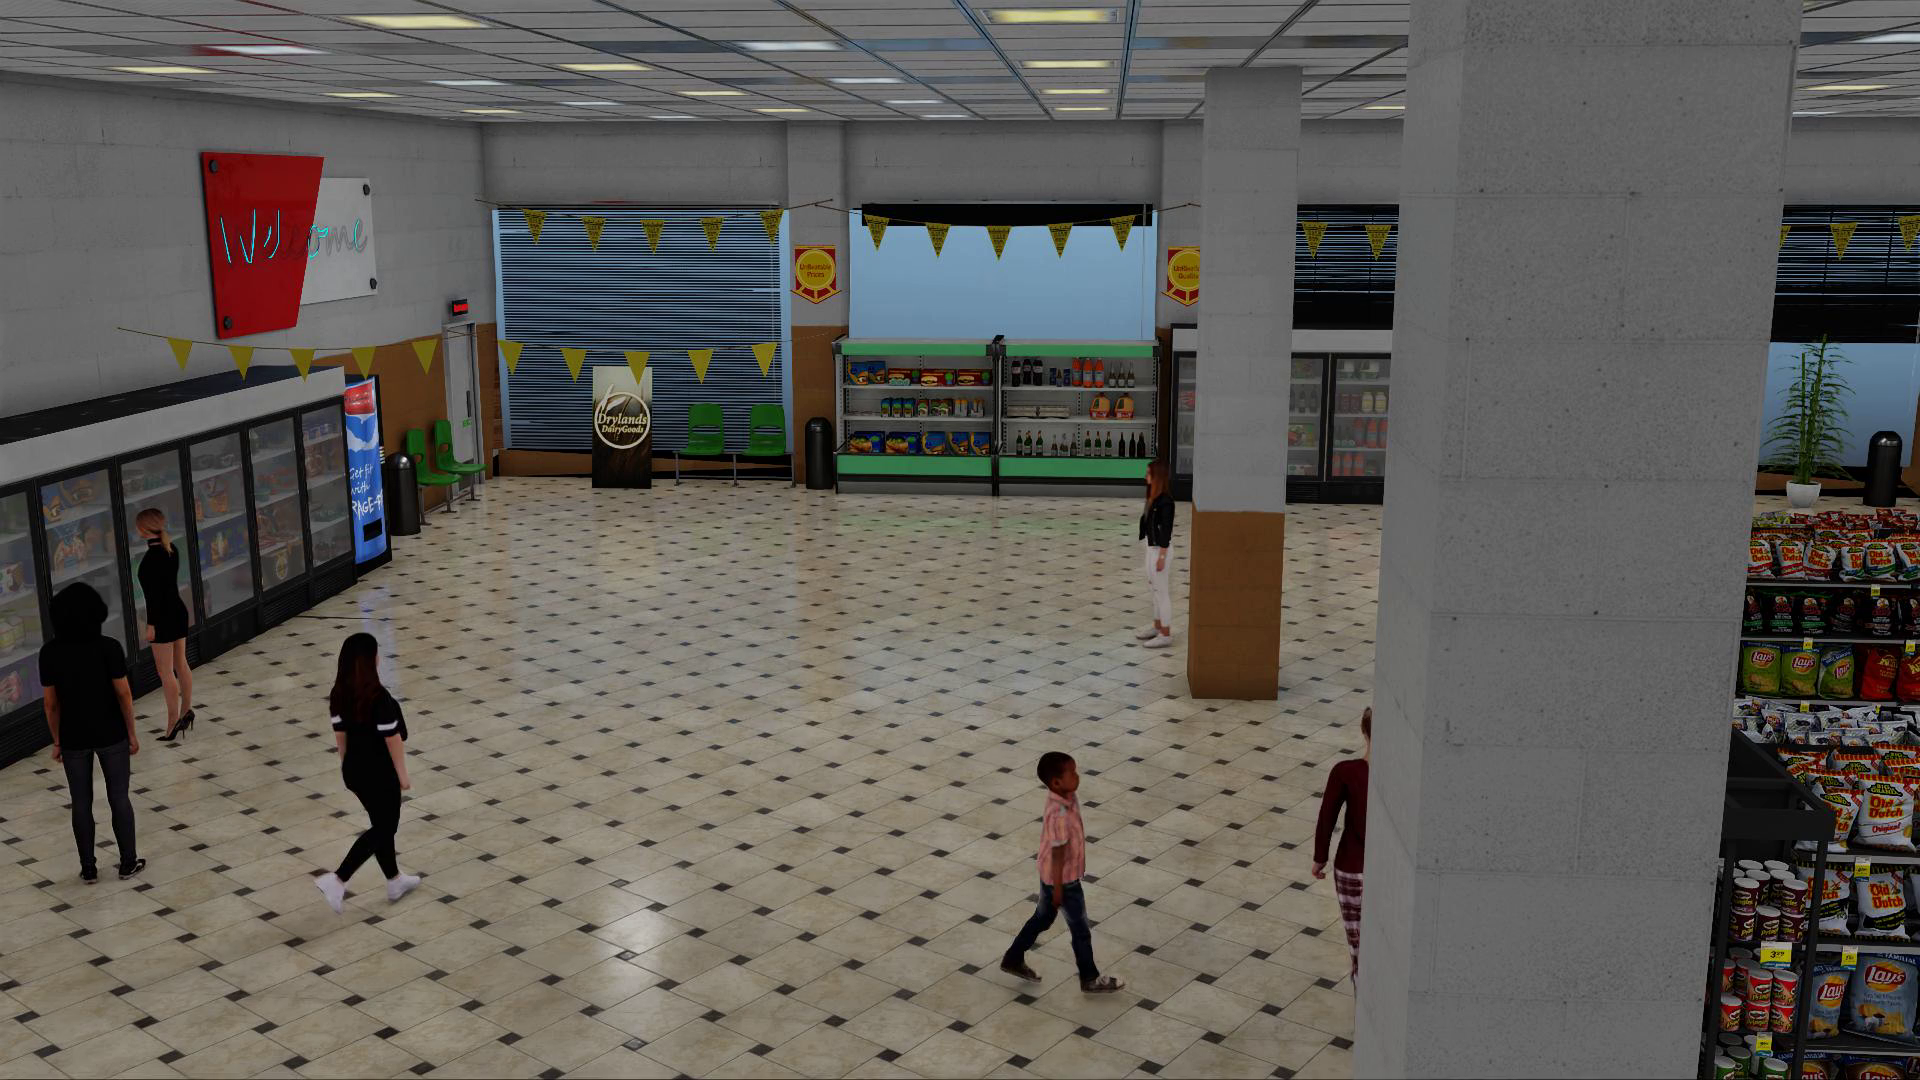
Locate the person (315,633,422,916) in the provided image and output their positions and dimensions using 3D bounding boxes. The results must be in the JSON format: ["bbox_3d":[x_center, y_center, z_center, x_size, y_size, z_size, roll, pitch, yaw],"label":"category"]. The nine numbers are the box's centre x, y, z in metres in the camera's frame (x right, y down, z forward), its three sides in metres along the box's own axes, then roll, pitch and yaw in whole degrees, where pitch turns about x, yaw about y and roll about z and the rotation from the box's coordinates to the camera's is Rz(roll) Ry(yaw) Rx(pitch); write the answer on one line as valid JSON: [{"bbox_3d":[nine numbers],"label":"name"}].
[{"bbox_3d":[-3.382,1.347,9.446,1.006,1.623,0.911,6,13,27],"label":"person"}]

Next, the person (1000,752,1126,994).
[{"bbox_3d":[0.457,1.706,8.552,0.878,1.290,0.560,0,12,-1],"label":"person"}]

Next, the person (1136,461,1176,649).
[{"bbox_3d":[1.805,0.116,15.102,0.579,1.702,0.644,-1,12,-6],"label":"person"}]

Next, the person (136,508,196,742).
[{"bbox_3d":[-5.993,0.624,12.529,0.536,1.768,0.585,0,12,-1],"label":"person"}]

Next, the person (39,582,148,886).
[{"bbox_3d":[-5.169,1.145,9.900,0.599,1.831,0.759,-4,12,-16],"label":"person"}]
